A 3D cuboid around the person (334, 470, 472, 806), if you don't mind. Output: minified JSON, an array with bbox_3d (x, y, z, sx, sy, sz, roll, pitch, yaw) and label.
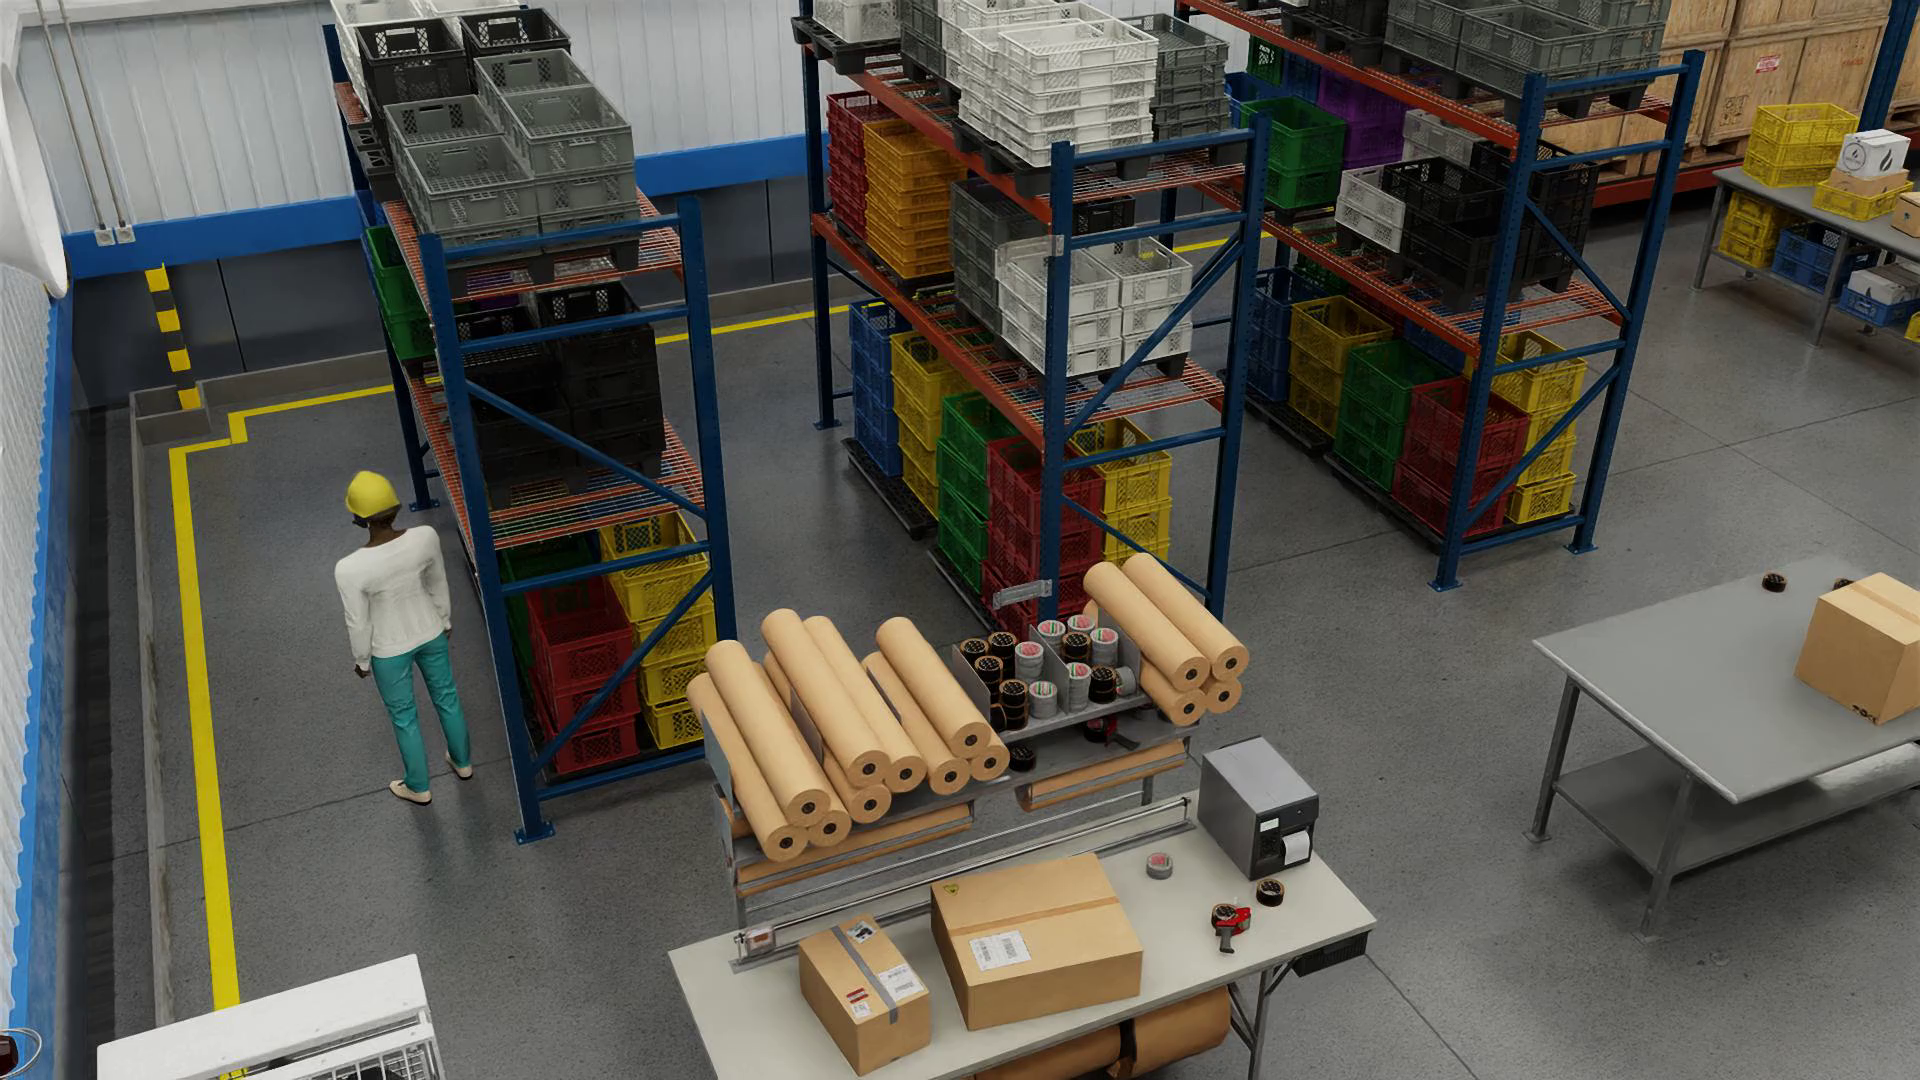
[{"bbox_3d":[-2.607,0.461,7.790,0.307,1.772,0.524,25,40,35],"label":"person"}]
